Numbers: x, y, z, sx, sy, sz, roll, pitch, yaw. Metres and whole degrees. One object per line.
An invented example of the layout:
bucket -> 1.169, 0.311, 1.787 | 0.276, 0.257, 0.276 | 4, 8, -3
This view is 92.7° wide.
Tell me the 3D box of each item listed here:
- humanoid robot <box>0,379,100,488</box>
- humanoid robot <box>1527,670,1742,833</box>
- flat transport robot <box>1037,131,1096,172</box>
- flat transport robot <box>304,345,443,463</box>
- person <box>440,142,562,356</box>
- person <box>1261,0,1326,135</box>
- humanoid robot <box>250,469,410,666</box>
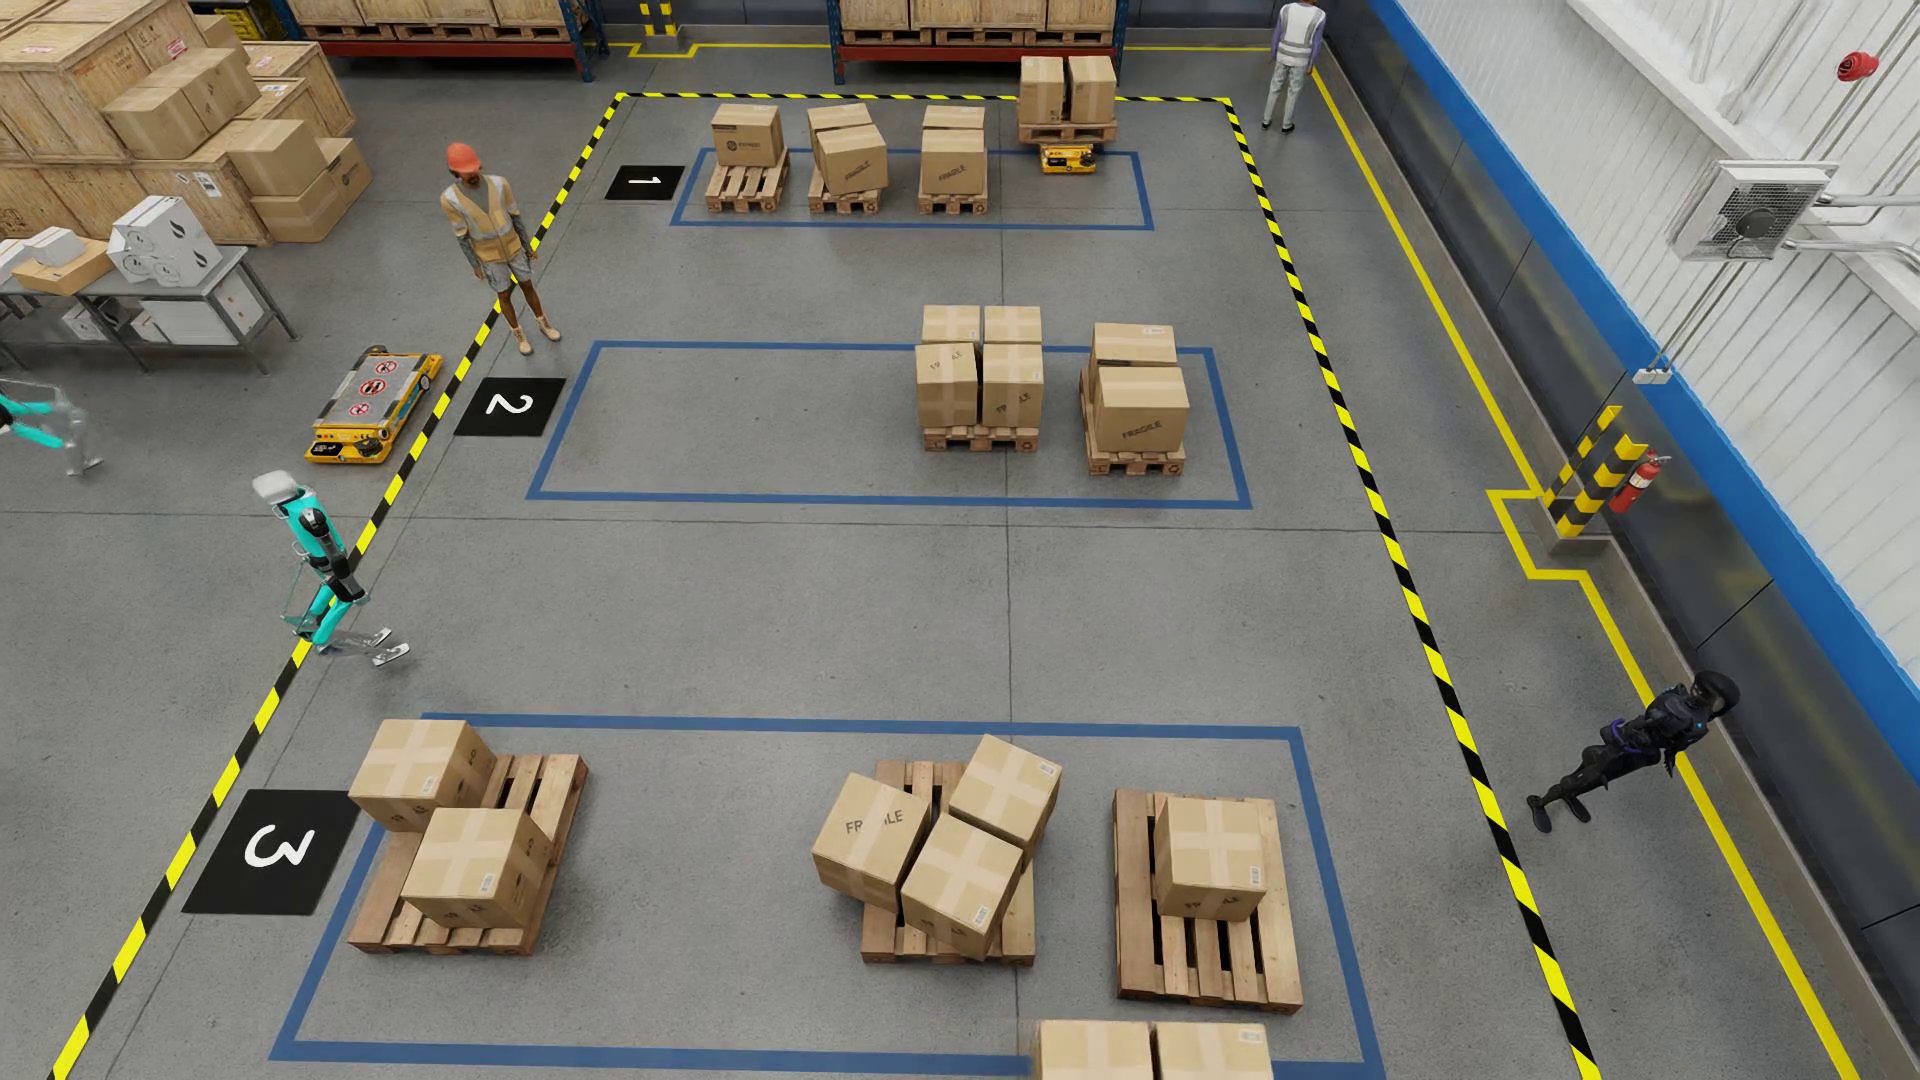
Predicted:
humanoid robot -> -7.571, -1.111, 7.394 | 0.751, 1.853, 0.540 | -35, 58, -26
humanoid robot -> 3.949, 1.250, 5.375 | 0.599, 1.659, 0.315 | -8, 50, -7
flat transport robot -> 1.324, -5.138, 11.696 | 0.652, 0.197, 1.431 | -1, 50, -1
flat transport robot -> -5.383, -1.269, 8.441 | 0.659, 0.231, 1.431 | 1, 50, 1
person -> -4.236, -2.662, 8.456 | 0.606, 2.048, 0.365 | -36, 58, -26
person -> 4.162, -6.024, 11.443 | 0.588, 1.827, 0.404 | 27, 55, 21
humanoid robot -> -4.299, 0.305, 6.062 | 0.533, 1.671, 0.735 | 34, 58, 25
